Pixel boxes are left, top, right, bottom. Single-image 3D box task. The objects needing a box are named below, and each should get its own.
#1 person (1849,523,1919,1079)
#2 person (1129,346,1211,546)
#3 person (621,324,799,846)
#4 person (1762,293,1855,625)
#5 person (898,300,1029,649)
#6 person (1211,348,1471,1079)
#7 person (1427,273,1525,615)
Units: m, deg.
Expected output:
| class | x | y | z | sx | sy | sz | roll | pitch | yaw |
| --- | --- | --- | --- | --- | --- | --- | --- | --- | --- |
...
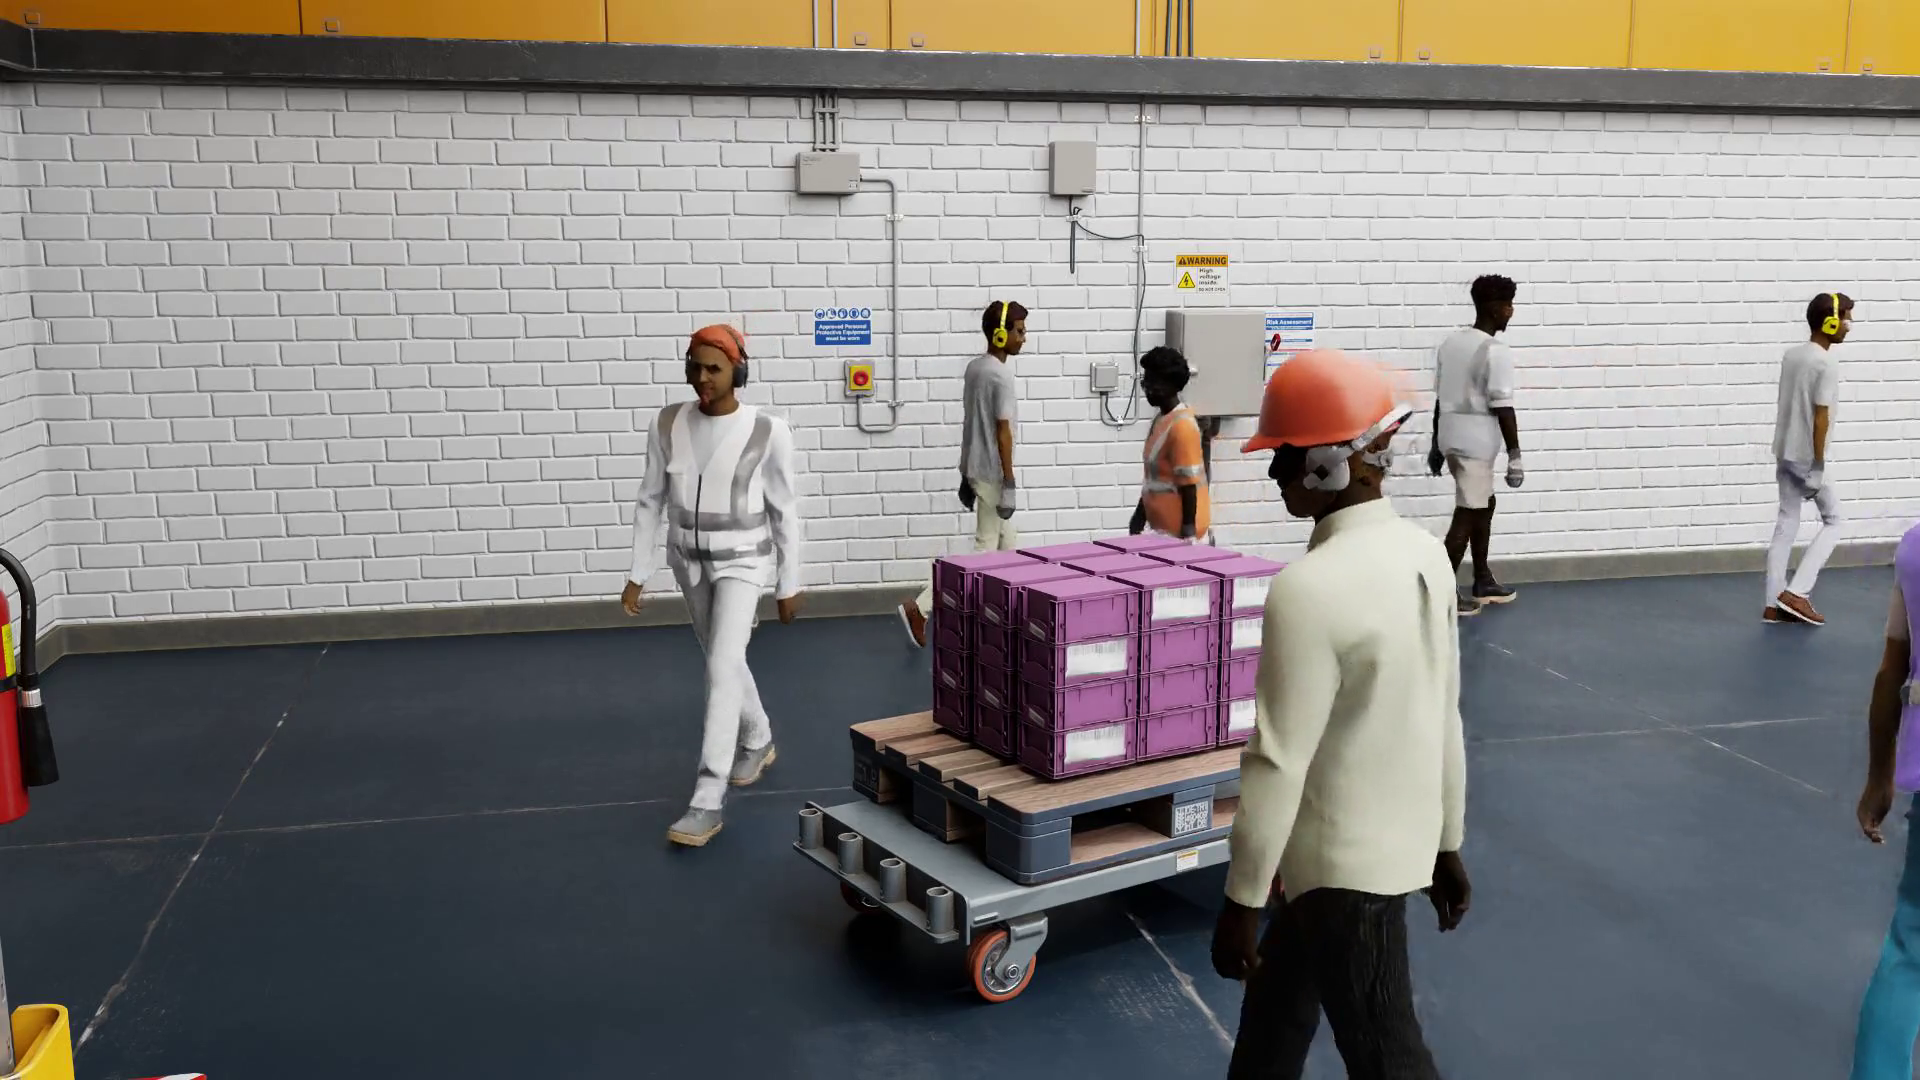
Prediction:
| class | x | y | z | sx | sy | sz | roll | pitch | yaw |
| --- | --- | --- | --- | --- | --- | --- | --- | --- | --- |
| person | 2.223 | 0.583 | 3.660 | 0.385 | 1.819 | 0.696 | -5 | 11 | -26 |
| person | 0.926 | -0.073 | 7.712 | 0.837 | 1.647 | 0.596 | 1 | 10 | 5 |
| person | -0.885 | 0.118 | 6.179 | 0.591 | 1.837 | 0.999 | 4 | 11 | 23 |
| person | 4.703 | -0.435 | 9.207 | 0.466 | 1.844 | 0.488 | -2 | 10 | -9 |
| person | 0.085 | -0.320 | 8.630 | 0.840 | 1.831 | 0.533 | -4 | 11 | -20 |
| person | 0.803 | 0.604 | 3.204 | 1.063 | 1.946 | 0.616 | 7 | 12 | 34 |
| person | 3.024 | -0.533 | 9.454 | 0.779 | 1.935 | 0.650 | -3 | 11 | -14 |
